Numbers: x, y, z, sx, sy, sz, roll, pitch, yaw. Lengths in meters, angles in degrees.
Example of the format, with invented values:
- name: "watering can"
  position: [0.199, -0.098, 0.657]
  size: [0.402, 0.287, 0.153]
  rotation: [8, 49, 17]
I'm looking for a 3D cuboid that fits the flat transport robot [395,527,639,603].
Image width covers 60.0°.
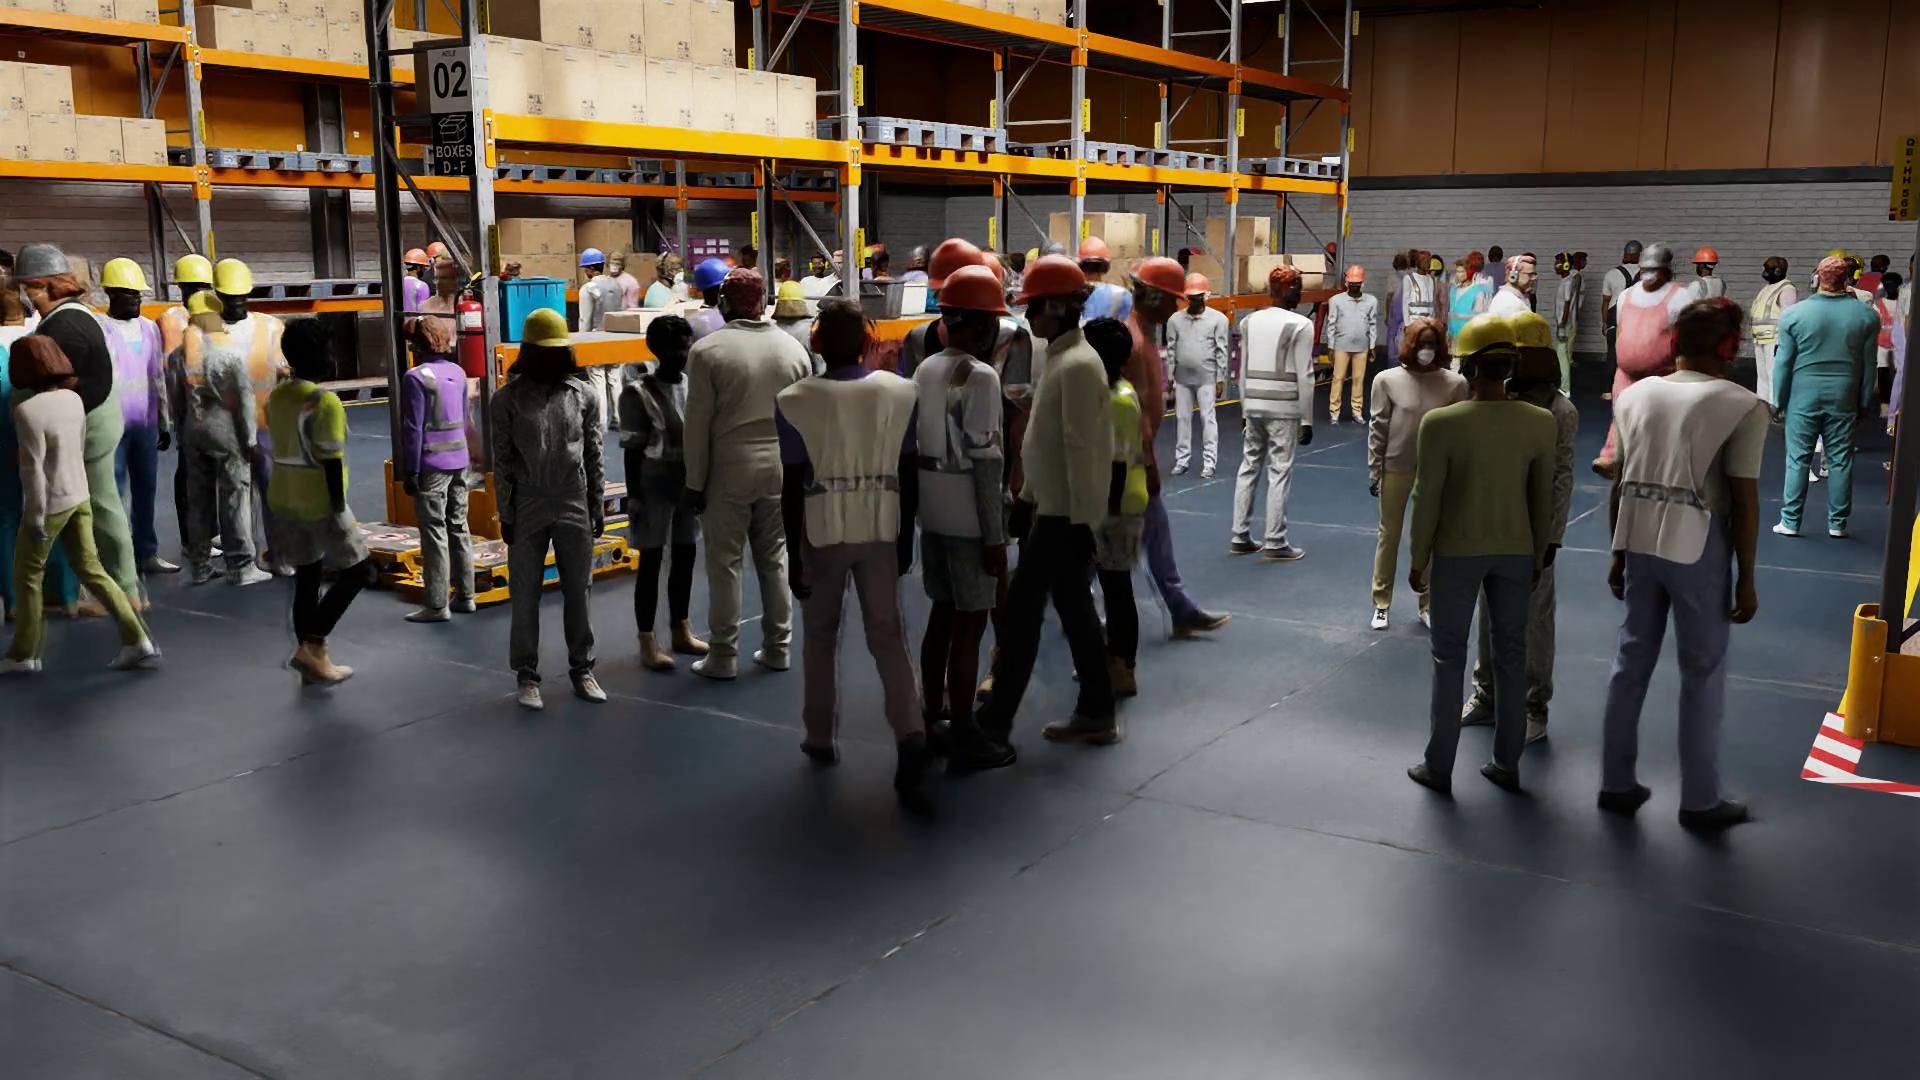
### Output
- name: "flat transport robot"
  position: [-2.538, 0.129, 9.818]
  size: [0.652, 0.197, 1.431]
  rotation: [7, 12, 32]

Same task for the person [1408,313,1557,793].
- name: "person"
  position: [1.901, 0.056, 6.106]
  size: [0.525, 1.760, 0.341]
  rotation: [-1, 10, -5]

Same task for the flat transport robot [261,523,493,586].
- name: "flat transport robot"
  position: [-3.545, 0.068, 10.157]
  size: [1.431, 0.197, 0.652]
  rotation: [7, 12, 32]

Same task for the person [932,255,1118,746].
- name: "person"
  position: [0.258, -0.129, 6.583]
  size: [0.875, 1.958, 0.650]
  rotation: [0, 10, -1]

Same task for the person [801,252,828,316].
- name: "person"
  position: [-1.801, -2.739, 21.280]
  size: [0.509, 1.872, 0.329]
  rotation: [-1, 10, -3]

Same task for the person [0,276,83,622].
- name: "person"
  position: [-4.979, -0.479, 8.870]
  size: [0.511, 1.837, 0.359]
  rotation: [-3, 11, -19]

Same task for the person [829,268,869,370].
- name: "person"
  position: [-1.132, -2.182, 18.100]
  size: [0.598, 1.908, 0.401]
  rotation: [-4, 11, -23]

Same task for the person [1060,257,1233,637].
- name: "person"
  position: [0.939, -0.438, 8.350]
  size: [0.958, 1.926, 0.623]
  rotation: [3, 11, 15]

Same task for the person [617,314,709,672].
- name: "person"
  position: [-1.382, -0.233, 7.918]
  size: [0.346, 1.686, 0.535]
  rotation: [9, 14, 41]

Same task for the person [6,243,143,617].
- name: "person"
  position: [-4.806, -0.576, 8.825]
  size: [0.757, 2.000, 0.677]
  rotation: [-6, 12, -29]

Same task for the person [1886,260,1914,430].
- name: "person"
  position: [10.088, -2.067, 17.667]
  size: [0.359, 1.835, 0.512]
  rotation: [6, 12, 29]

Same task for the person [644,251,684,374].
- name: "person"
  position: [-2.605, -1.570, 14.680]
  size: [0.385, 1.927, 0.640]
  rotation: [0, 10, 1]

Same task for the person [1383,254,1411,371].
- name: "person"
  position: [6.605, -3.365, 24.900]
  size: [0.570, 1.807, 0.723]
  rotation: [-1, 10, -7]

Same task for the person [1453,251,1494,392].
- name: "person"
  position: [6.807, -2.895, 22.145]
  size: [0.592, 1.866, 0.462]
  rotation: [7, 12, 33]

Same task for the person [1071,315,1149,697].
- name: "person"
  position: [0.670, -0.147, 7.416]
  size: [0.319, 1.694, 0.535]
  rotation: [-1, 10, -4]

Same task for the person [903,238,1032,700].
- name: "person"
  position: [0.017, -0.303, 7.353]
  size: [0.613, 2.031, 0.410]
  rotation: [4, 11, 20]

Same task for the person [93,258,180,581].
- name: "person"
  position: [-4.947, -0.709, 9.913]
  size: [0.391, 1.918, 0.591]
  rotation: [4, 11, 22]

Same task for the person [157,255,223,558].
- name: "person"
  position: [-4.883, -0.859, 10.704]
  size: [0.373, 1.928, 0.584]
  rotation: [1, 10, 3]

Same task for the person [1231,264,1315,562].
- name: "person"
  position: [1.994, -0.801, 10.558]
  size: [0.367, 1.873, 0.592]
  rotation: [-8, 13, -38]

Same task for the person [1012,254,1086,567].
- name: "person"
  position: [0.562, -0.757, 10.108]
  size: [0.542, 1.939, 0.362]
  rotation: [-5, 11, -24]

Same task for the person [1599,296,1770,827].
- name: "person"
  position: [2.491, 0.079, 5.778]
  size: [0.426, 1.834, 0.563]
  rotation: [-6, 12, -30]

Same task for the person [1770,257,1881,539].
- name: "person"
  position: [5.854, -0.958, 11.310]
  size: [0.638, 1.910, 0.407]
  rotation: [3, 11, 15]

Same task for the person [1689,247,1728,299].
- name: "person"
  position: [8.412, -2.342, 18.892]
  size: [0.552, 1.937, 0.356]
  rotation: [-6, 12, -29]

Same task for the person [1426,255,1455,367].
- name: "person"
  position: [6.937, -3.281, 24.480]
  size: [0.637, 1.795, 0.913]
  rotation: [5, 11, 27]

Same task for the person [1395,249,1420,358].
- name: "person"
  position: [7.797, -4.024, 28.417]
  size: [0.769, 1.856, 0.602]
  rotation: [7, 13, 35]

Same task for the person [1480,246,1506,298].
- name: "person"
  position: [8.468, -3.690, 26.387]
  size: [0.630, 1.933, 0.363]
  rotation: [-1, 10, -4]

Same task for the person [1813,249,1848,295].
- name: "person"
  position: [10.798, -2.652, 20.687]
  size: [0.585, 1.916, 0.399]
  rotation: [-9, 13, -40]

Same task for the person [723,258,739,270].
- name: "person"
  position: [-3.487, -3.418, 25.367]
  size: [0.335, 1.747, 0.573]
  rotation: [-1, 10, -6]

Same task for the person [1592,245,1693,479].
- name: "person"
  position: [5.835, -1.529, 14.101]
  size: [1.042, 2.000, 0.699]
  rotation: [-10, 14, -43]

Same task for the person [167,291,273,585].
- name: "person"
  position: [-4.381, -0.593, 9.823]
  size: [0.528, 1.720, 0.348]
  rotation: [1, 10, 8]

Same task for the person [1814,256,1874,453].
- name: "person"
  position: [8.388, -1.754, 15.837]
  size: [0.533, 1.865, 0.311]
  rotation: [6, 12, 31]

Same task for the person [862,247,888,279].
- name: "person"
  position: [-1.330, -3.303, 24.254]
  size: [0.593, 1.924, 0.383]
  rotation: [-1, 10, -8]

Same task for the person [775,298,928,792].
- name: "person"
  position: [-0.392, 0.015, 6.176]
  size: [0.567, 1.815, 0.843]
  rotation: [-3, 11, -19]

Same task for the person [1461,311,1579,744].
- name: "person"
  position: [2.238, -0.050, 6.731]
  size: [0.294, 1.744, 0.485]
  rotation: [-6, 12, -31]

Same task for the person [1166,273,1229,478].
- name: "person"
  position: [2.008, -1.402, 14.219]
  size: [0.566, 1.744, 0.350]
  rotation: [6, 12, 32]
